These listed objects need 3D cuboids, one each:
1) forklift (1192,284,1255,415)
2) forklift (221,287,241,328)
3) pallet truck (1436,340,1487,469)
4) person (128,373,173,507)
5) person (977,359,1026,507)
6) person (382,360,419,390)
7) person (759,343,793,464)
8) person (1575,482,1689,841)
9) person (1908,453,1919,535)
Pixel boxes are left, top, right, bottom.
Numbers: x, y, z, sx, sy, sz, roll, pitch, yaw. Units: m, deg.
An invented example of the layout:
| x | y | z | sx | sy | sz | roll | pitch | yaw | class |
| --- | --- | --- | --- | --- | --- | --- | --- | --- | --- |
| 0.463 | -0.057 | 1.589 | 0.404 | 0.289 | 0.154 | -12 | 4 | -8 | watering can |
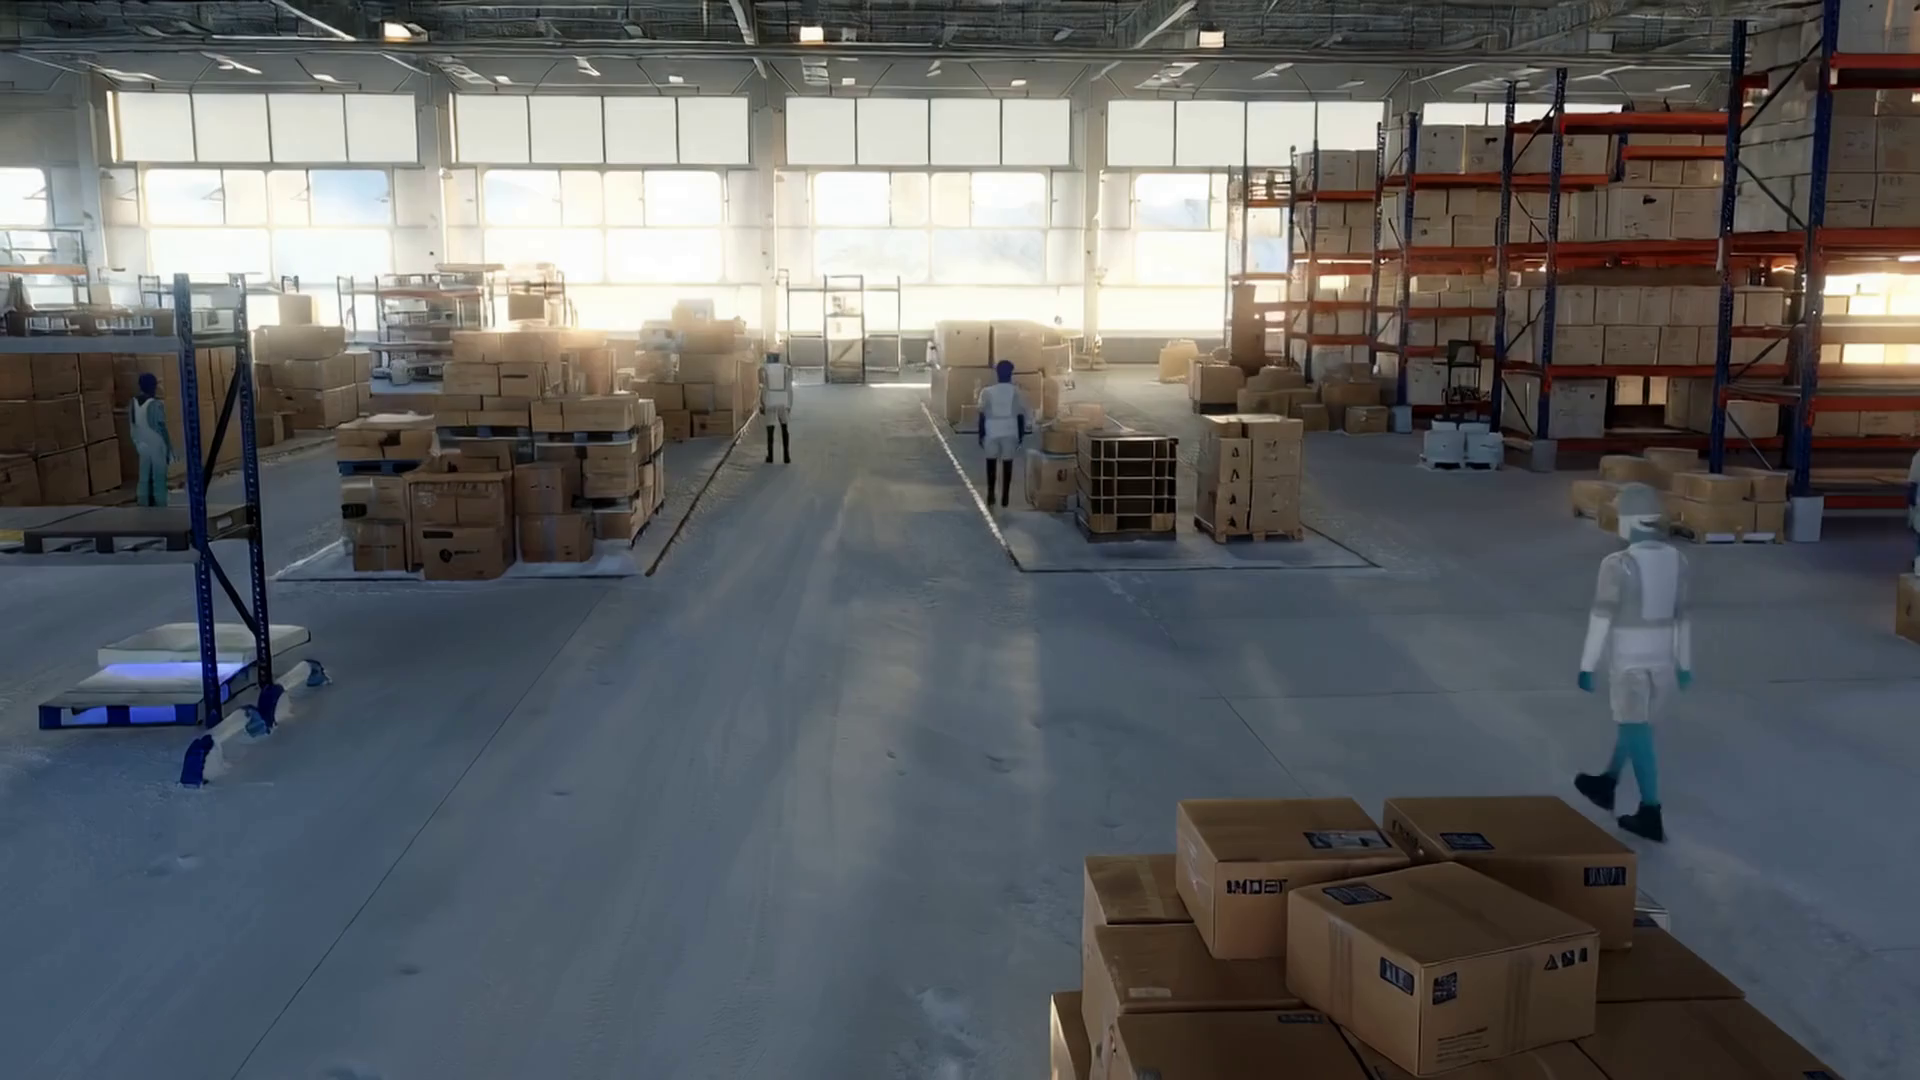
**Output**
| x | y | z | sx | sy | sz | roll | pitch | yaw | class |
| --- | --- | --- | --- | --- | --- | --- | --- | --- | --- |
| 5.999 | -4.068 | 35.573 | 1.873 | 2.768 | 1.129 | -1 | 9 | -4 | forklift |
| -16.639 | -4.472 | 38.110 | 1.873 | 2.768 | 1.129 | -5 | 11 | -30 | forklift |
| 8.004 | -2.170 | 26.422 | 0.823 | 1.965 | 1.885 | 2 | 9 | 14 | pallet truck |
| -9.784 | -1.093 | 20.137 | 0.517 | 1.841 | 0.325 | 2 | 9 | 14 | person |
| 0.549 | -1.397 | 21.761 | 0.639 | 1.932 | 0.547 | 1 | 9 | 4 | person |
| -7.502 | -1.471 | 22.396 | 0.595 | 1.889 | 0.851 | 0 | 9 | -3 | person |
| -2.958 | -2.193 | 26.749 | 0.553 | 1.935 | 0.364 | -2 | 9 | -13 | person |
| 3.624 | 0.629 | 9.145 | 0.572 | 1.897 | 0.903 | -4 | 10 | -23 | person |
| 9.355 | -0.320 | 15.903 | 0.535 | 1.647 | 0.872 | 6 | 11 | 31 | person |
